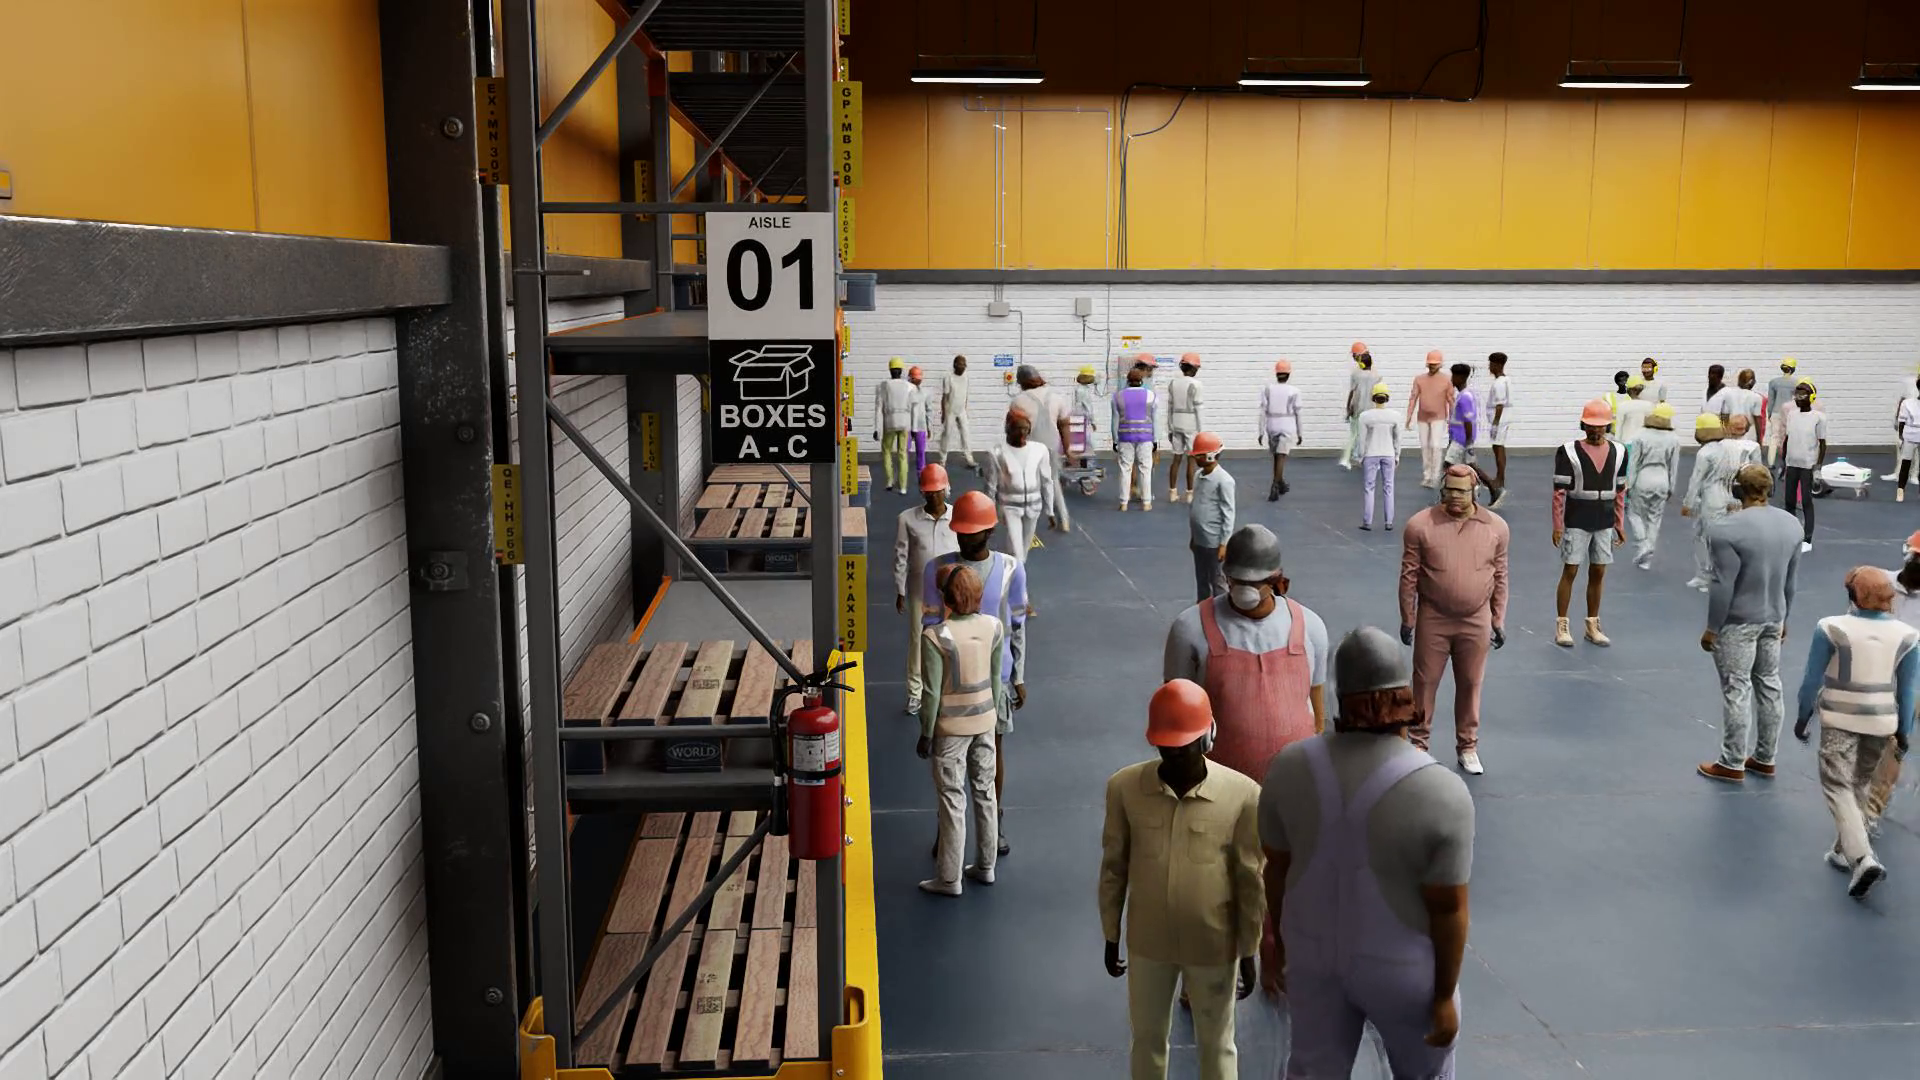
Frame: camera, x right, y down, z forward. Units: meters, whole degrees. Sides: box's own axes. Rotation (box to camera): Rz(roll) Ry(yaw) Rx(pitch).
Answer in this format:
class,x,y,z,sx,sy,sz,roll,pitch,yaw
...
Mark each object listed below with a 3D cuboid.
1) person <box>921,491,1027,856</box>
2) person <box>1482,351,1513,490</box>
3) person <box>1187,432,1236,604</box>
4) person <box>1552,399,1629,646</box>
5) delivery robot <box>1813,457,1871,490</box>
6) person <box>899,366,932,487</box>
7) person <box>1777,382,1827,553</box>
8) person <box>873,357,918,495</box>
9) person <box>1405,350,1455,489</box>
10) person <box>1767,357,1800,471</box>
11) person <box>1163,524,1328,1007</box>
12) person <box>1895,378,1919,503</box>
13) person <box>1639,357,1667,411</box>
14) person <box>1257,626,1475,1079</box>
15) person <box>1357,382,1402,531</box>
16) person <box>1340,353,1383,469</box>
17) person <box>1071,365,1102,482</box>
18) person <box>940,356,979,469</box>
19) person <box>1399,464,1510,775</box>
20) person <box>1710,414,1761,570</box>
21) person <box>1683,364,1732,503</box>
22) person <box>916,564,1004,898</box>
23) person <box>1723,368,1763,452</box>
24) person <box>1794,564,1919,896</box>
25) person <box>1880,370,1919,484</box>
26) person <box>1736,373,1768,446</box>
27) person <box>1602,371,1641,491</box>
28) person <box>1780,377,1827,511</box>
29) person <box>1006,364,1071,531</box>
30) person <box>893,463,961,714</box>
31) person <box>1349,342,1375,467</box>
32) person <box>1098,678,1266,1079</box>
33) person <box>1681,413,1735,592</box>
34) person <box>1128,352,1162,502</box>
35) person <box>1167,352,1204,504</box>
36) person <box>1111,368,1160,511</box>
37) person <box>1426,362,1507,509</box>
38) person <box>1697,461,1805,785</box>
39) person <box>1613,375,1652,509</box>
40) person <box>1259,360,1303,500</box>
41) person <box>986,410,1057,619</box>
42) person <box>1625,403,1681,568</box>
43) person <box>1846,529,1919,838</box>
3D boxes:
class,x,y,z,sx,sy,sz,roll,pitch,yaw
person,0.075,0.699,8.662,0.552,1.931,0.366,-1,9,-4
person,7.642,-1.696,23.608,0.369,1.961,0.614,4,10,25
person,2.047,-0.022,13.773,0.345,1.745,0.564,-4,10,-21
person,5.148,-0.136,13.575,0.615,2.037,0.385,-1,9,-4
delivery robot,11.961,-0.880,22.599,0.707,0.478,0.477,7,12,39
person,-0.643,-1.626,23.874,0.556,1.743,0.357,-4,10,-25
person,9.223,-0.799,18.266,0.320,1.871,0.533,-5,10,-27
person,-0.906,-1.581,23.086,0.657,1.896,0.600,-3,9,-16
person,6.665,-1.713,23.686,0.637,1.967,0.741,7,11,36
person,12.840,-1.960,25.882,0.310,1.768,0.533,-9,12,-43
person,1.195,0.932,6.865,0.689,2.000,0.537,-1,9,-4
person,12.748,-1.323,22.115,0.532,1.693,0.319,3,10,20
person,9.774,-1.664,23.697,0.532,1.870,0.316,8,12,42
person,1.208,1.223,5.037,0.676,2.000,0.979,8,12,40
person,4.976,-0.986,19.772,0.524,1.769,0.309,0,9,0
person,6.331,-2.006,25.975,0.643,1.852,0.590,4,10,26
person,1.894,-1.697,24.343,0.649,1.717,0.518,3,10,18
person,-0.064,-1.989,26.053,0.541,1.789,0.816,-6,11,-33
person,3.000,0.484,10.104,0.652,1.904,0.402,1,9,7
person,7.872,-0.464,16.923,0.314,1.633,0.518,-6,11,-33
person,10.087,-1.414,22.121,0.756,1.871,0.636,-1,9,-7
person,0.006,0.926,8.144,0.514,1.645,0.309,-8,12,-42
person,10.064,-1.279,21.380,0.341,1.841,0.511,-7,11,-37
person,4.456,0.931,8.217,0.533,1.612,0.743,1,9,5
person,13.849,-1.714,24.184,0.687,1.820,0.432,8,12,41
person,10.668,-1.443,22.682,0.572,1.747,0.346,9,13,44
person,9.272,-1.530,23.398,0.540,1.697,0.316,4,10,24
person,11.004,-1.281,21.766,0.533,1.725,0.912,2,9,12
person,0.876,-1.087,19.540,0.737,2.000,0.575,-5,10,-29
person,-0.172,0.338,11.490,0.573,1.749,0.339,-1,9,-4
person,6.368,-2.160,26.482,0.422,1.984,0.670,8,12,42
person,0.719,1.302,5.467,0.562,1.744,0.346,3,10,19
person,7.155,-0.355,15.932,0.599,1.713,0.491,9,13,44
person,2.461,-1.496,22.220,0.499,2.009,0.602,-3,10,-21
person,3.027,-1.479,22.104,0.442,2.023,0.620,-7,11,-37
person,2.252,-1.287,21.425,0.627,1.844,0.429,1,9,3
person,6.550,-1.325,21.382,0.916,1.937,0.593,4,10,23
person,4.704,0.496,9.931,0.628,1.936,0.375,-3,10,-19
person,8.692,-1.243,21.396,0.527,1.753,0.538,-3,9,-17
person,4.373,-1.502,22.639,0.561,1.886,1.021,4,10,26
person,0.534,-0.254,14.997,0.579,1.837,1.021,-3,9,-17
person,7.150,-0.561,17.217,0.517,1.718,0.362,1,9,5
person,5.077,0.753,9.026,0.609,1.704,0.472,7,11,36
